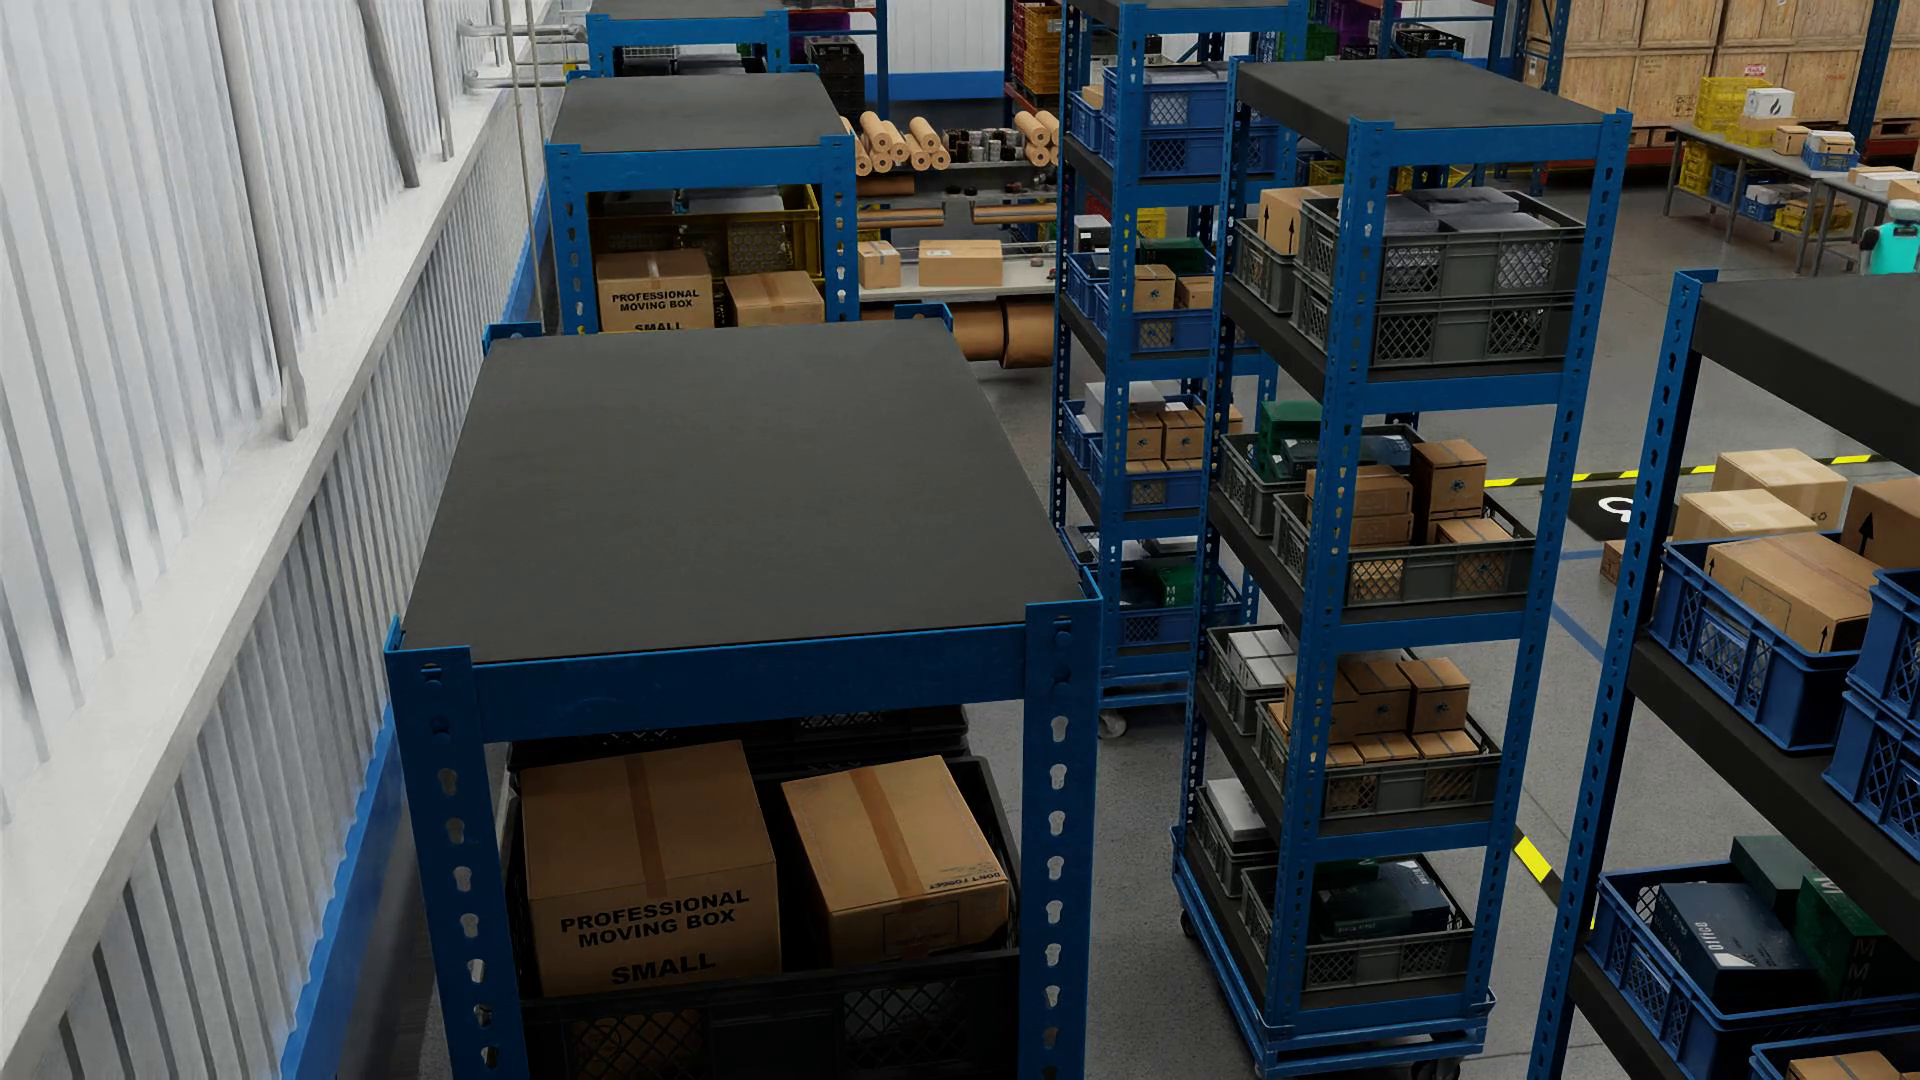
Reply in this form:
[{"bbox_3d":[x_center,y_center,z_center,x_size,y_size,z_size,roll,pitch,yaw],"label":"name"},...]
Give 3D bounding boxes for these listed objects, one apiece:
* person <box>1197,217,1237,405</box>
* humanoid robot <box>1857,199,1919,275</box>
[{"bbox_3d":[1.702,-1.245,11.111,0.372,1.852,0.590,-4,25,-10],"label":"person"},{"bbox_3d":[6.622,-1.501,11.731,0.540,1.714,0.770,1,25,2],"label":"humanoid robot"}]
